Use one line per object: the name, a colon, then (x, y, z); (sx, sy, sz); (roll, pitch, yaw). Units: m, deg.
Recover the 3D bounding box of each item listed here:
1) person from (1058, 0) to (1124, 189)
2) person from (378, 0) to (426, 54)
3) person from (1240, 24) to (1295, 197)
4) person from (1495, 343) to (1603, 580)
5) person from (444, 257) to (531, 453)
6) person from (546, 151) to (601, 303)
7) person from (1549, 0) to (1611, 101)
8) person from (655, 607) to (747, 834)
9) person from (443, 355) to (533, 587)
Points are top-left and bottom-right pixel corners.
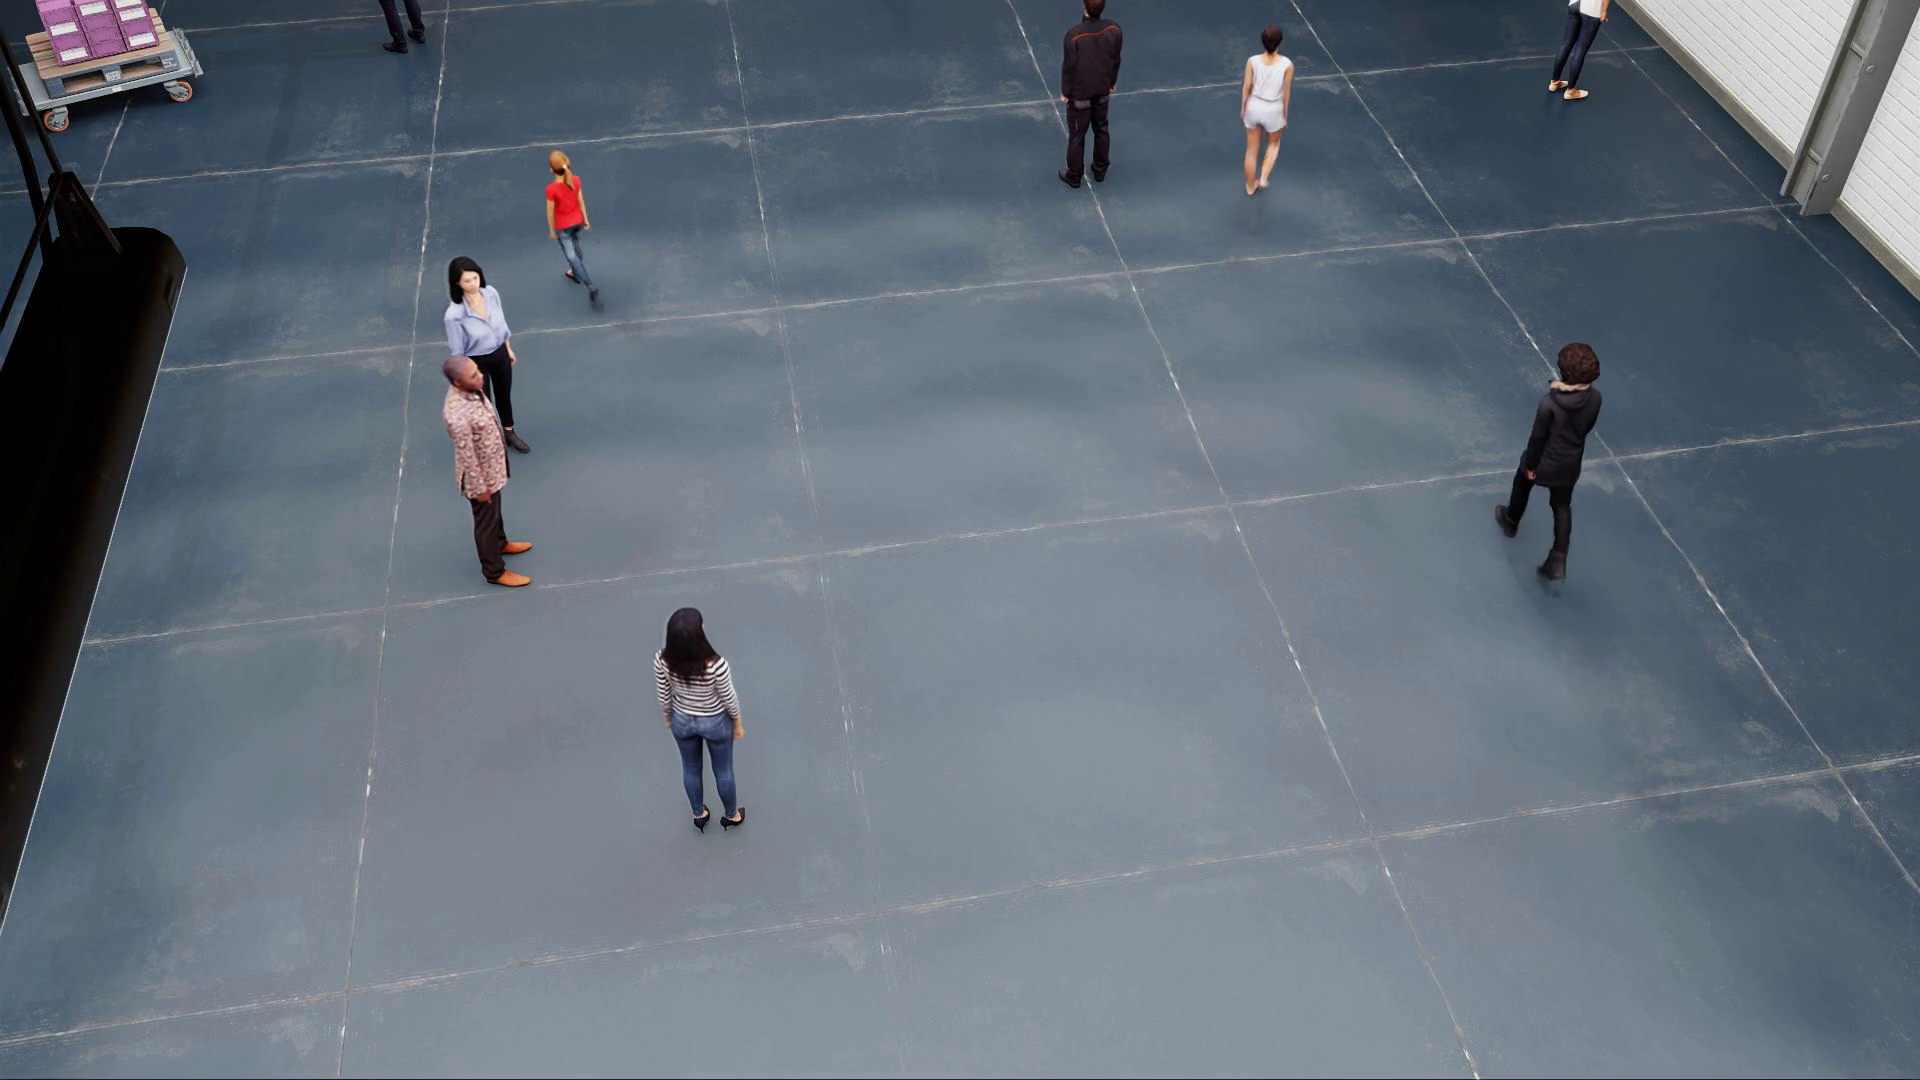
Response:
person: (1.142, -3.979, 14.659); (0.763, 1.839, 0.655); (-16, 46, -16)
person: (-5.722, -5.783, 16.552); (0.858, 1.839, 0.786); (24, 49, 23)
person: (2.651, -3.708, 14.547); (0.681, 1.600, 0.701); (12, 45, 12)
person: (3.994, -0.497, 11.067); (0.648, 1.751, 1.122); (-4, 44, -4)
person: (-3.389, -1.278, 11.893); (0.774, 1.743, 0.730); (29, 51, 27)
person: (-3.152, -2.545, 13.552); (0.751, 1.289, 0.919); (-31, 52, -28)
person: (5.967, -5.074, 15.847); (0.714, 1.785, 0.567); (-20, 47, -20)
person: (-1.463, 1.046, 9.416); (0.646, 1.796, 0.590); (5, 44, 5)
person: (-3.180, -0.485, 11.014); (0.753, 1.808, 0.534); (-5, 44, -5)
